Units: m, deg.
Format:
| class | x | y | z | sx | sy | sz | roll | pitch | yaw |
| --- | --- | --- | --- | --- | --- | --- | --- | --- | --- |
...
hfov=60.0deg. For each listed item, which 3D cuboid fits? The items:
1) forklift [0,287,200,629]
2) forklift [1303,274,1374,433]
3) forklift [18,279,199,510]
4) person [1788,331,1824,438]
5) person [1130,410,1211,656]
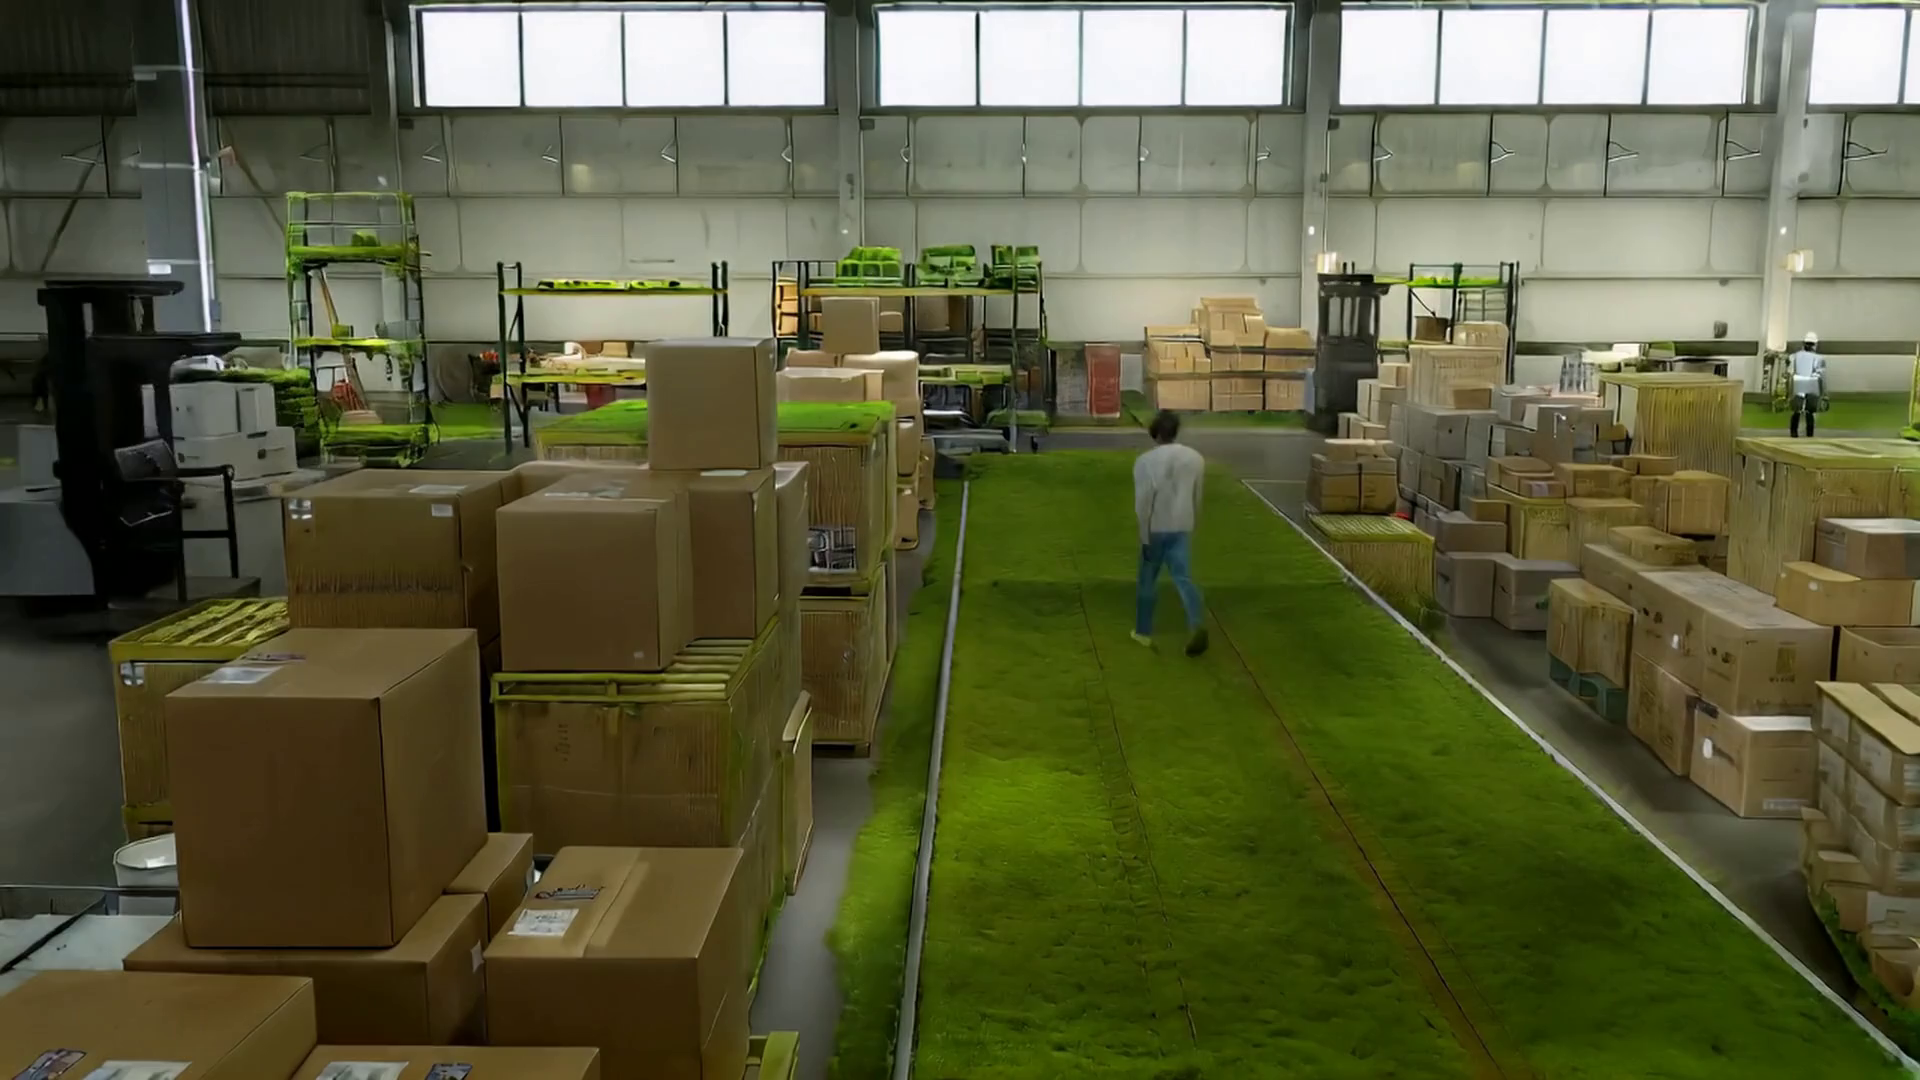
| class | x | y | z | sx | sy | sz | roll | pitch | yaw |
| --- | --- | --- | --- | --- | --- | --- | --- | --- | --- |
| forklift | -7.212 | -0.718 | 13.939 | 1.873 | 2.768 | 1.129 | 0 | 9 | 0 |
| forklift | 6.893 | -3.384 | 29.906 | 1.129 | 2.768 | 1.873 | 0 | 9 | 1 |
| forklift | -10.354 | -1.729 | 19.991 | 1.873 | 2.768 | 1.129 | 5 | 11 | 29 |
| person | 13.578 | -2.379 | 26.699 | 0.372 | 1.939 | 0.544 | -8 | 12 | -40 |
| person | 1.646 | -0.057 | 12.927 | 0.631 | 1.908 | 0.933 | -3 | 10 | -20 |
